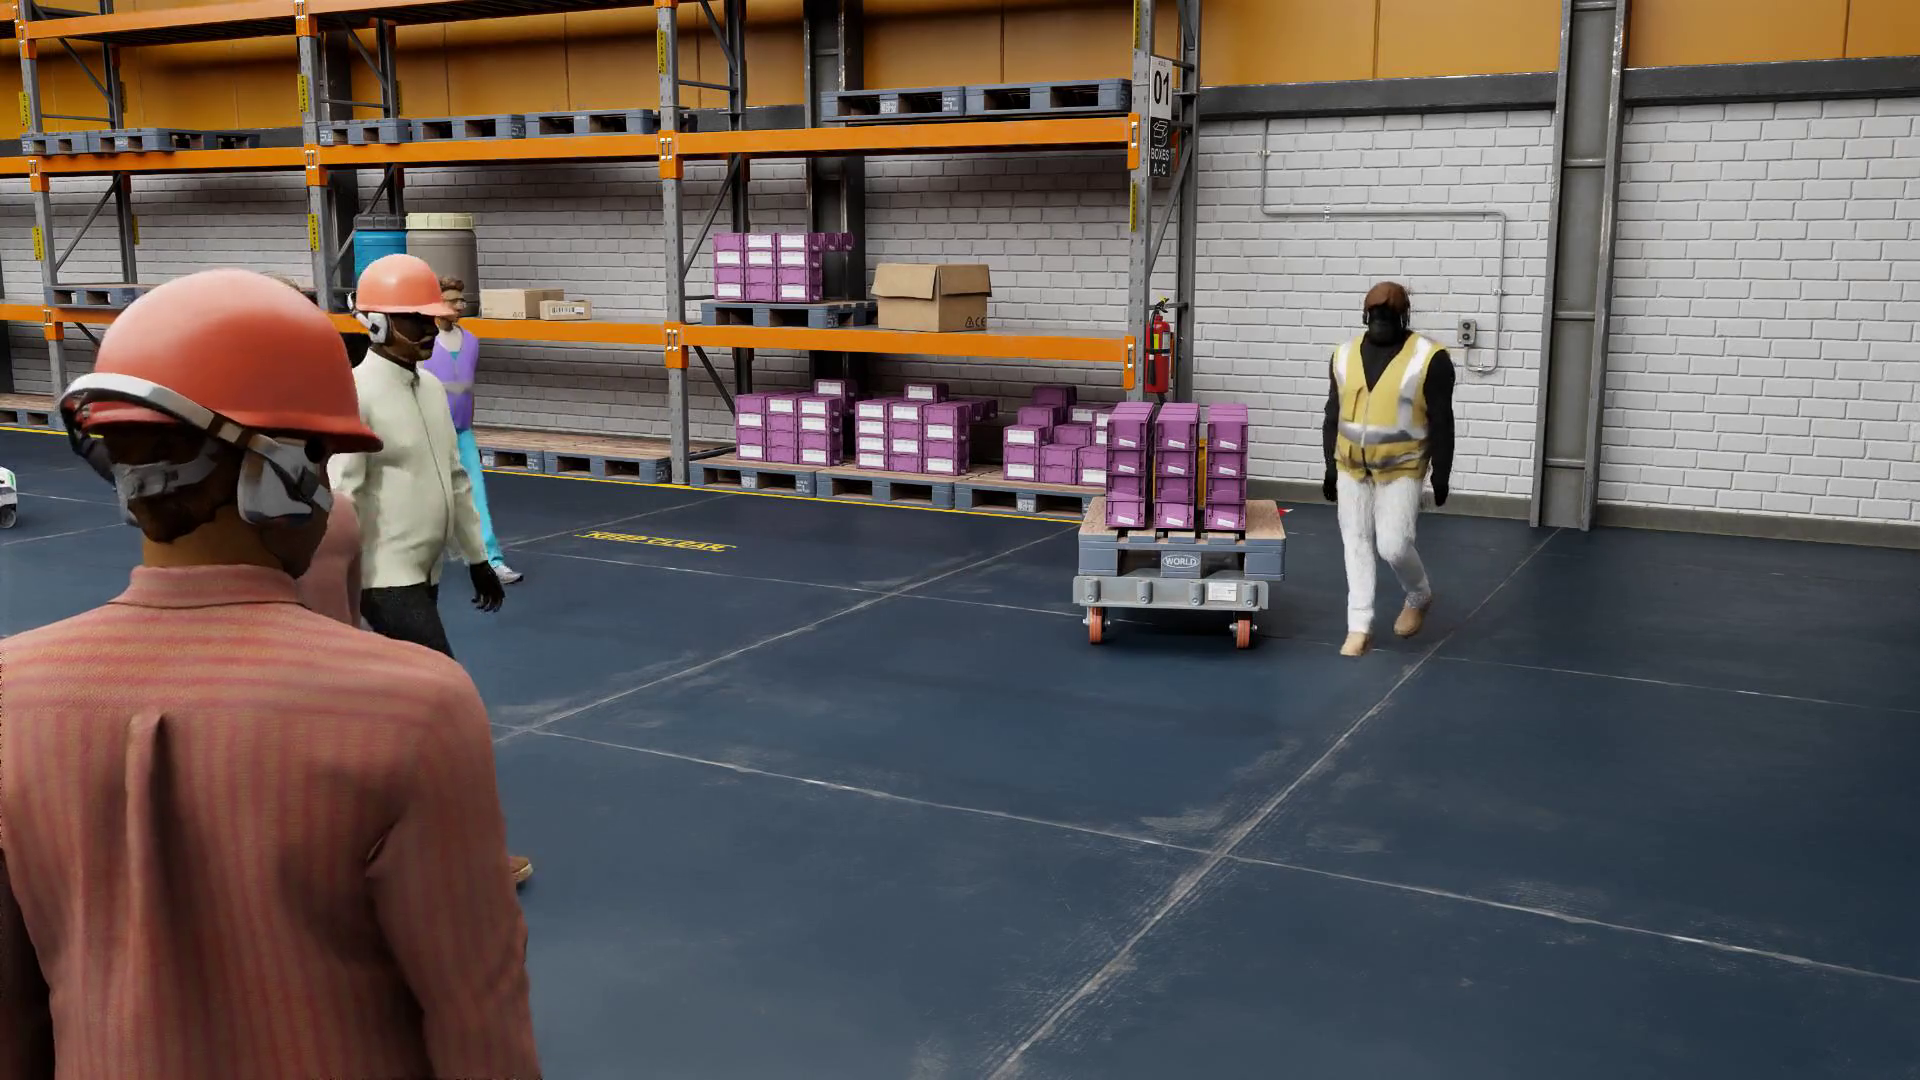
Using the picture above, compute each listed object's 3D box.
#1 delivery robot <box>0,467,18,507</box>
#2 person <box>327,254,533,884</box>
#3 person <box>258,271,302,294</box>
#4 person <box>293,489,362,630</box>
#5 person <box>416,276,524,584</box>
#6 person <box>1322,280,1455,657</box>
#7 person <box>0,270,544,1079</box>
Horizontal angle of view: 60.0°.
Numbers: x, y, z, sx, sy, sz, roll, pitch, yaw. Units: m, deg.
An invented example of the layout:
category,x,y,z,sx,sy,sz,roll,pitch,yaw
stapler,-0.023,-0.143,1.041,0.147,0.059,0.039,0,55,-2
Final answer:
category,x,y,z,sx,sy,sz,roll,pitch,yaw
delivery robot,-6.857,-0.406,11.616,0.477,0.478,0.707,-9,14,-41
person,-1.625,0.107,5.200,0.814,1.967,0.617,1,10,5
person,-2.473,-0.001,5.972,0.647,1.907,0.778,-2,10,-10
person,-1.584,0.422,4.134,0.894,1.723,0.537,3,11,16
person,-3.028,-0.637,9.737,0.961,1.801,0.591,7,12,34
person,2.075,-0.345,8.066,0.641,1.823,0.530,8,13,39
person,-0.736,0.713,1.810,0.608,1.987,0.391,1,10,5
